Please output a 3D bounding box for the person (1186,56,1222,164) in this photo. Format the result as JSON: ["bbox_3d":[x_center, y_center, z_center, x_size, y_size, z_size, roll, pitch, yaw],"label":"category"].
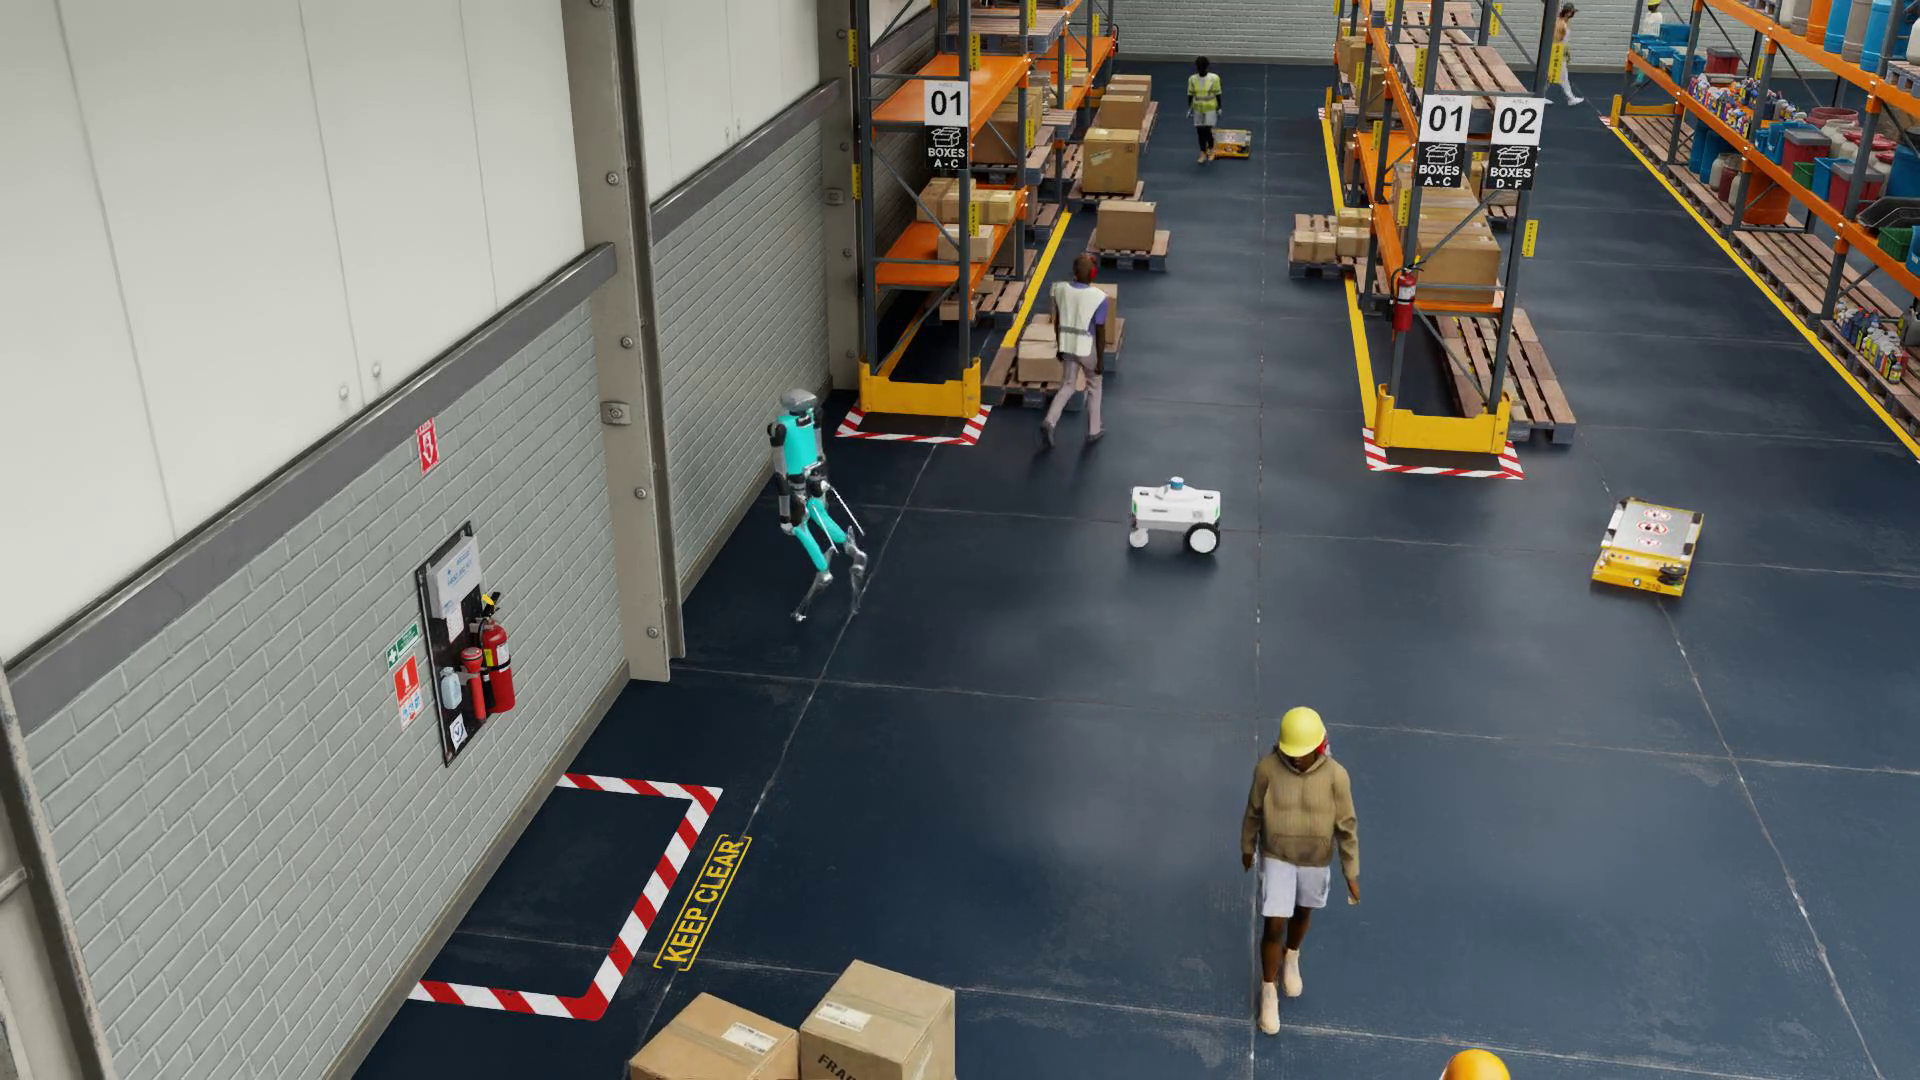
[{"bbox_3d":[3.825,-6.762,26.165,0.566,1.672,0.385,14,29,28],"label":"person"}]

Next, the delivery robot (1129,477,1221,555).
[{"bbox_3d":[1.771,-0.207,13.486,0.807,0.613,0.499,3,25,7],"label":"delivery robot"}]

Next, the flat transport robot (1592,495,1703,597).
[{"bbox_3d":[5.513,0.033,13.287,0.659,0.231,1.431,13,28,25],"label":"flat transport robot"}]

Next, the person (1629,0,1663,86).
[{"bbox_3d":[13.525,-9.745,32.474,0.584,1.743,0.523,-5,25,-10],"label":"person"}]

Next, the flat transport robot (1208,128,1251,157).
[{"bbox_3d":[4.433,-6.520,27.313,0.659,0.231,1.431,4,25,9],"label":"flat transport robot"}]

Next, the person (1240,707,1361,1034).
[{"bbox_3d":[1.670,1.614,8.177,0.563,1.732,0.733,2,25,5],"label":"person"}]

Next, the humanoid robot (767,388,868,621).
[{"bbox_3d":[-0.961,-0.184,12.082,0.785,1.806,0.530,16,30,31],"label":"humanoid robot"}]

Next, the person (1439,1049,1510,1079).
[{"bbox_3d":[1.746,2.571,5.946,0.564,1.890,0.384,0,25,0],"label":"person"}]

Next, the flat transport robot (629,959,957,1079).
[{"bbox_3d":[-0.757,2.808,7.348,0.659,0.231,1.431,9,26,18],"label":"flat transport robot"}]

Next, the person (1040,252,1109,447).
[{"bbox_3d":[1.069,-1.721,15.219,0.563,1.820,0.762,17,30,33],"label":"person"}]

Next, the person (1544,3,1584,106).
[{"bbox_3d":[11.165,-8.926,30.619,0.915,1.821,0.549,12,28,24],"label":"person"}]
